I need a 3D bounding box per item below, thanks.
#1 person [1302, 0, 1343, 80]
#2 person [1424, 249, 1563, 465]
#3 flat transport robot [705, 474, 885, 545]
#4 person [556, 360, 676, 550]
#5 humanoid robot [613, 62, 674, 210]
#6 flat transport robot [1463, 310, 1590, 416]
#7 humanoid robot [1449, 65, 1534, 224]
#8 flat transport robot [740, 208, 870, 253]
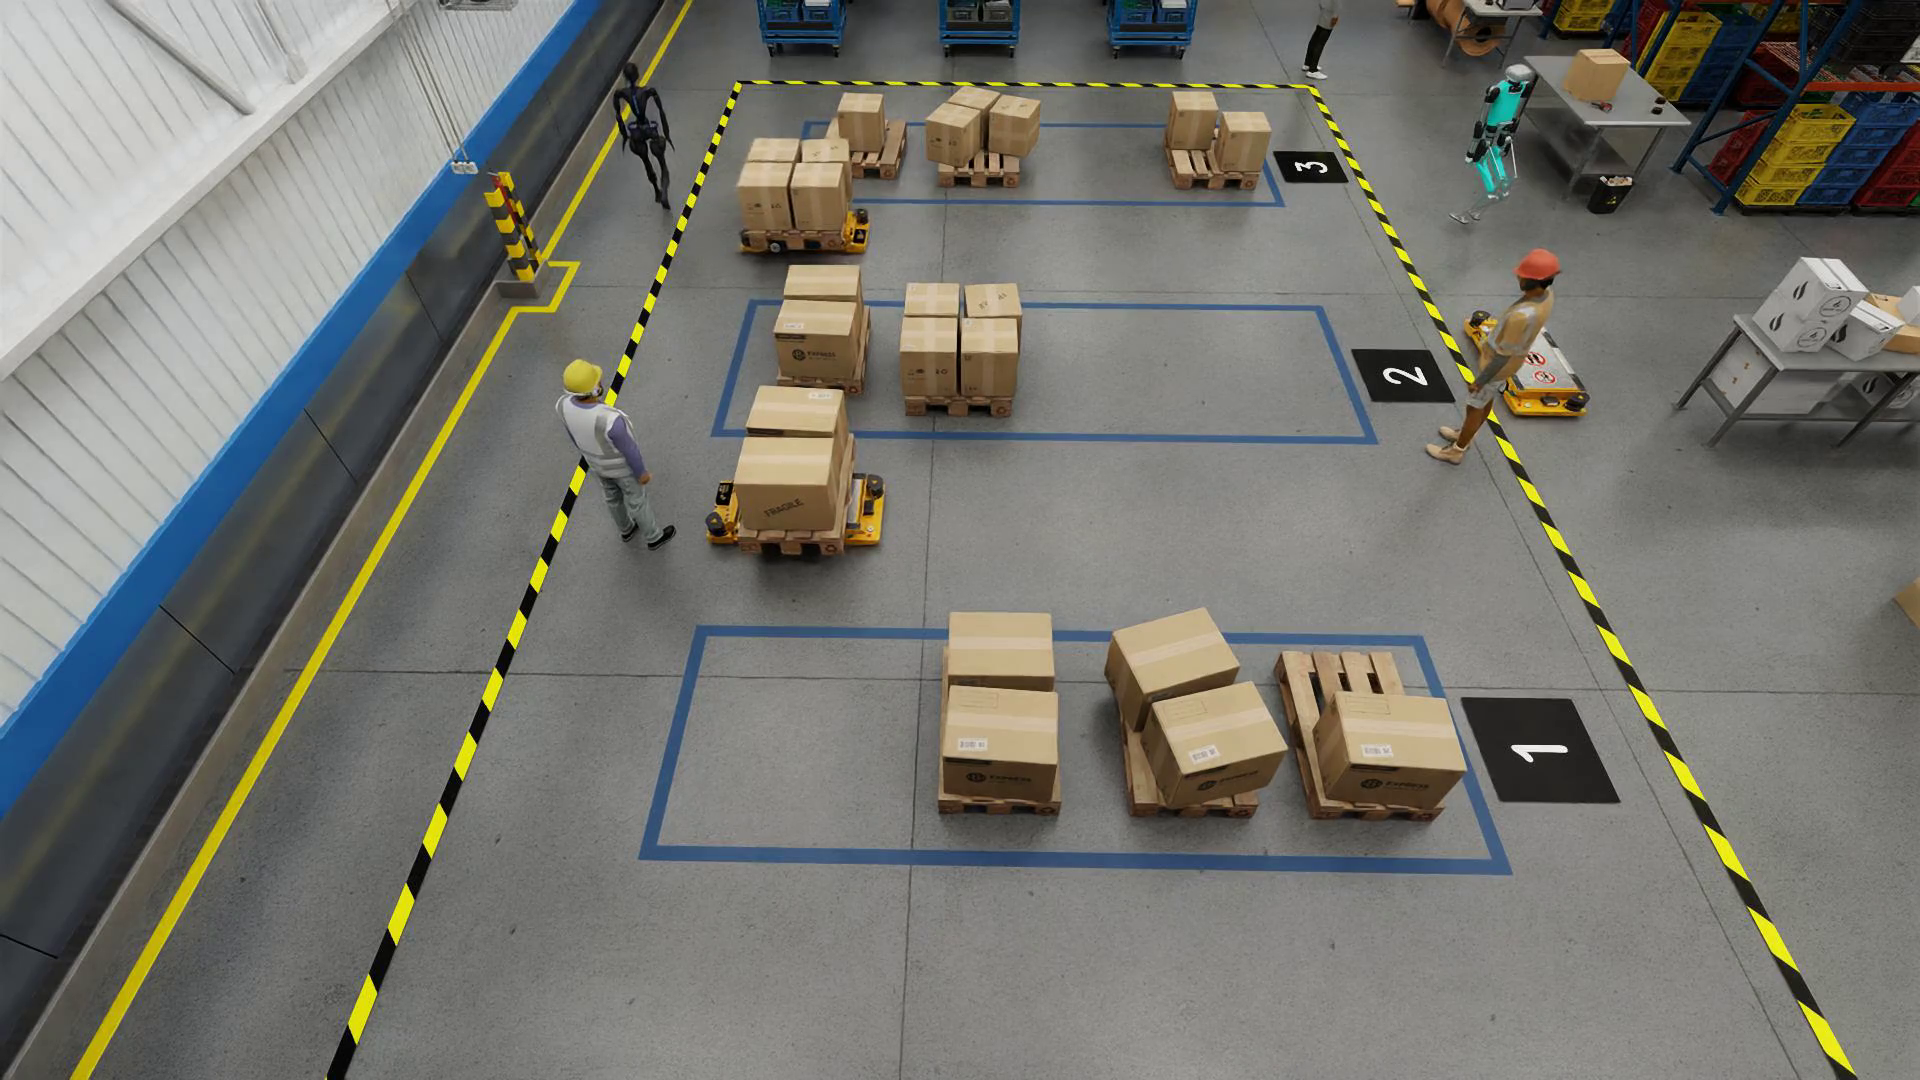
[{"bbox_3d":[5.322,-7.594,13.059,0.395,1.849,0.596,1,49,1],"label":"person"},{"bbox_3d":[4.452,-1.480,7.650,0.405,2.031,0.607,37,58,27],"label":"person"},{"bbox_3d":[-1.376,-0.273,7.751,1.431,0.197,0.652,1,49,1],"label":"flat transport robot"},{"bbox_3d":[-2.646,-0.626,7.038,0.593,1.837,0.404,19,52,16],"label":"person"},{"bbox_3d":[-3.671,-4.656,10.643,0.601,1.642,0.574,-7,50,-6],"label":"humanoid robot"},{"bbox_3d":[5.573,-1.757,9.054,0.659,0.231,1.431,1,49,1],"label":"flat transport robot"},{"bbox_3d":[6.013,-4.304,10.201,0.533,1.673,0.735,-12,50,-10],"label":"humanoid robot"},{"bbox_3d":[-1.789,-3.606,10.636,1.431,0.197,0.652,1,49,1],"label":"flat transport robot"}]
